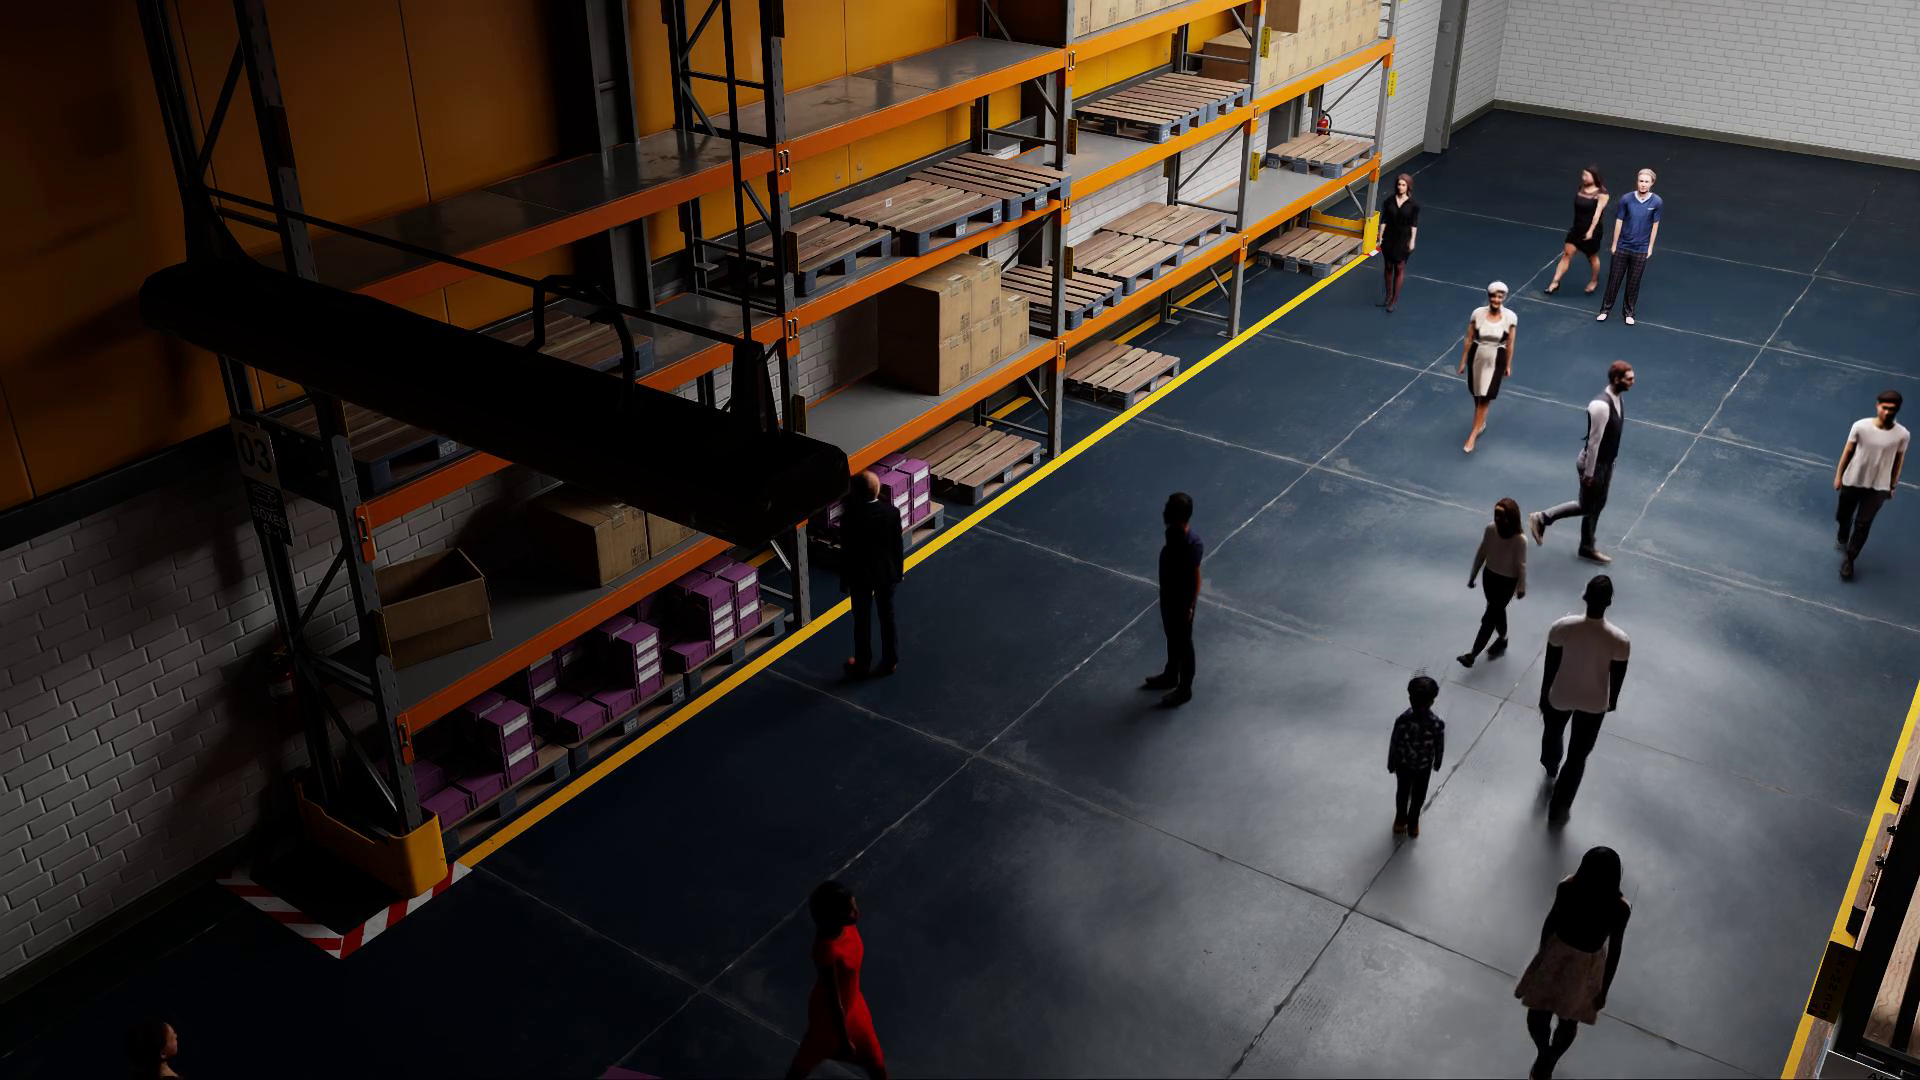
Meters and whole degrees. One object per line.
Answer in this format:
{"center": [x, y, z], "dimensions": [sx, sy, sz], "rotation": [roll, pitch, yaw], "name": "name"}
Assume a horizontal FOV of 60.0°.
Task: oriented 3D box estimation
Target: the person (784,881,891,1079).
{"center": [-0.749, 2.549, 8.957], "dimensions": [0.915, 1.691, 1.123], "rotation": [8, 30, 14], "name": "person"}

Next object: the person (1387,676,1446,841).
{"center": [3.127, 1.461, 11.424], "dimensions": [0.578, 1.240, 0.592], "rotation": [7, 29, 12], "name": "person"}

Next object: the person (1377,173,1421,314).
{"center": [5.358, -3.672, 20.356], "dimensions": [0.648, 1.697, 0.779], "rotation": [13, 31, 22], "name": "person"}

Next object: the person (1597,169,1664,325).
{"center": [8.035, -3.518, 19.893], "dimensions": [0.716, 1.872, 0.646], "rotation": [9, 30, 17], "name": "person"}

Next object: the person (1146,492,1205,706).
{"center": [1.684, 0.430, 12.740], "dimensions": [0.736, 1.789, 0.708], "rotation": [-9, 30, -15], "name": "person"}

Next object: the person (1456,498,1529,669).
{"center": [4.360, 0.310, 13.316], "dimensions": [1.017, 1.448, 0.747], "rotation": [-21, 35, -33], "name": "person"}

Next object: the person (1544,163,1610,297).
{"center": [7.840, -3.811, 20.647], "dimensions": [1.145, 1.663, 0.961], "rotation": [-13, 31, -23], "name": "person"}

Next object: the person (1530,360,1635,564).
{"center": [5.555, -0.709, 14.697], "dimensions": [0.738, 1.916, 0.907], "rotation": [22, 36, 35], "name": "person"}

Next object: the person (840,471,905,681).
{"center": [-0.688, 0.271, 13.020], "dimensions": [0.735, 1.801, 0.830], "rotation": [-9, 30, -16], "name": "person"}

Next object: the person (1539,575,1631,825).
{"center": [4.219, 1.142, 11.408], "dimensions": [0.735, 1.816, 1.075], "rotation": [16, 32, 27], "name": "person"}

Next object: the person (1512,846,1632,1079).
{"center": [3.417, 2.360, 9.228], "dimensions": [0.620, 1.765, 0.709], "rotation": [19, 34, 30], "name": "person"}

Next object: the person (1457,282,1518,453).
{"center": [5.358, -1.789, 16.896], "dimensions": [0.734, 1.705, 1.133], "rotation": [14, 32, 24], "name": "person"}

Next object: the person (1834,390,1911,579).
{"center": [7.983, -0.549, 14.627], "dimensions": [0.664, 1.701, 0.990], "rotation": [16, 33, 27], "name": "person"}
